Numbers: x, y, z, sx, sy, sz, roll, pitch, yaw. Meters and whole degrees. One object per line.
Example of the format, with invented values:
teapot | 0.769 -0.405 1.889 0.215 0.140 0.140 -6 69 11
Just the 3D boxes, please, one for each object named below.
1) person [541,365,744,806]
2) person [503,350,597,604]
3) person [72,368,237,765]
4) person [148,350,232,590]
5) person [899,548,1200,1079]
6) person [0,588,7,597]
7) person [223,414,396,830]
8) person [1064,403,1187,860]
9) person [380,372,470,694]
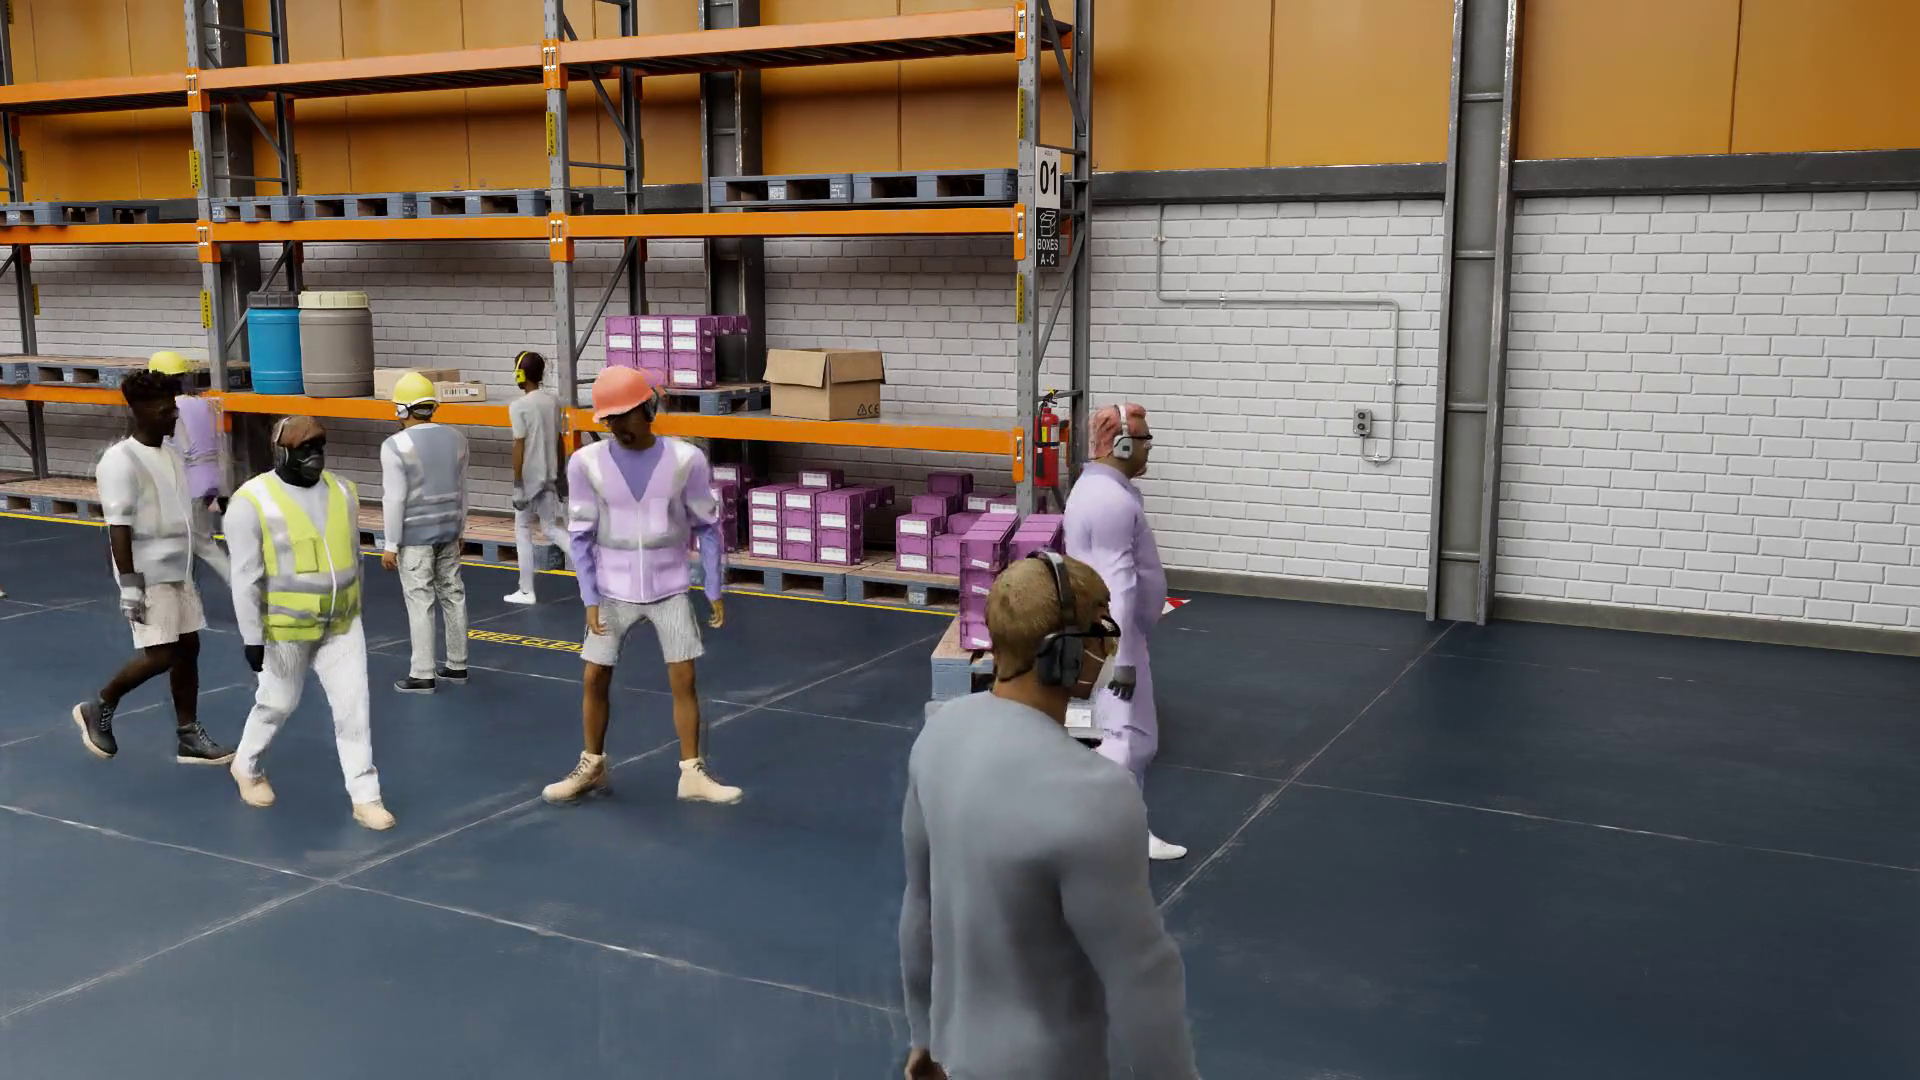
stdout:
person | -1.396 0.229 7.378 0.902 2.006 0.437 -1 9 -8
person | -2.980 -0.428 11.901 0.725 1.851 0.517 5 11 29
person | -3.907 0.148 8.009 0.639 1.953 0.621 1 9 5
person | -5.194 -0.356 11.391 0.931 1.887 0.596 2 9 10
person | 0.232 0.961 3.087 0.715 1.916 0.641 -4 10 -22
person | -7.499 -0.523 12.116 0.821 1.963 0.634 -1 9 -4
person | -2.907 0.342 7.287 0.910 1.810 0.640 7 12 37
person | 0.616 0.402 6.618 0.610 1.893 0.695 0 9 -1
person | -3.067 -0.037 9.512 0.404 1.835 0.587 6 11 32
